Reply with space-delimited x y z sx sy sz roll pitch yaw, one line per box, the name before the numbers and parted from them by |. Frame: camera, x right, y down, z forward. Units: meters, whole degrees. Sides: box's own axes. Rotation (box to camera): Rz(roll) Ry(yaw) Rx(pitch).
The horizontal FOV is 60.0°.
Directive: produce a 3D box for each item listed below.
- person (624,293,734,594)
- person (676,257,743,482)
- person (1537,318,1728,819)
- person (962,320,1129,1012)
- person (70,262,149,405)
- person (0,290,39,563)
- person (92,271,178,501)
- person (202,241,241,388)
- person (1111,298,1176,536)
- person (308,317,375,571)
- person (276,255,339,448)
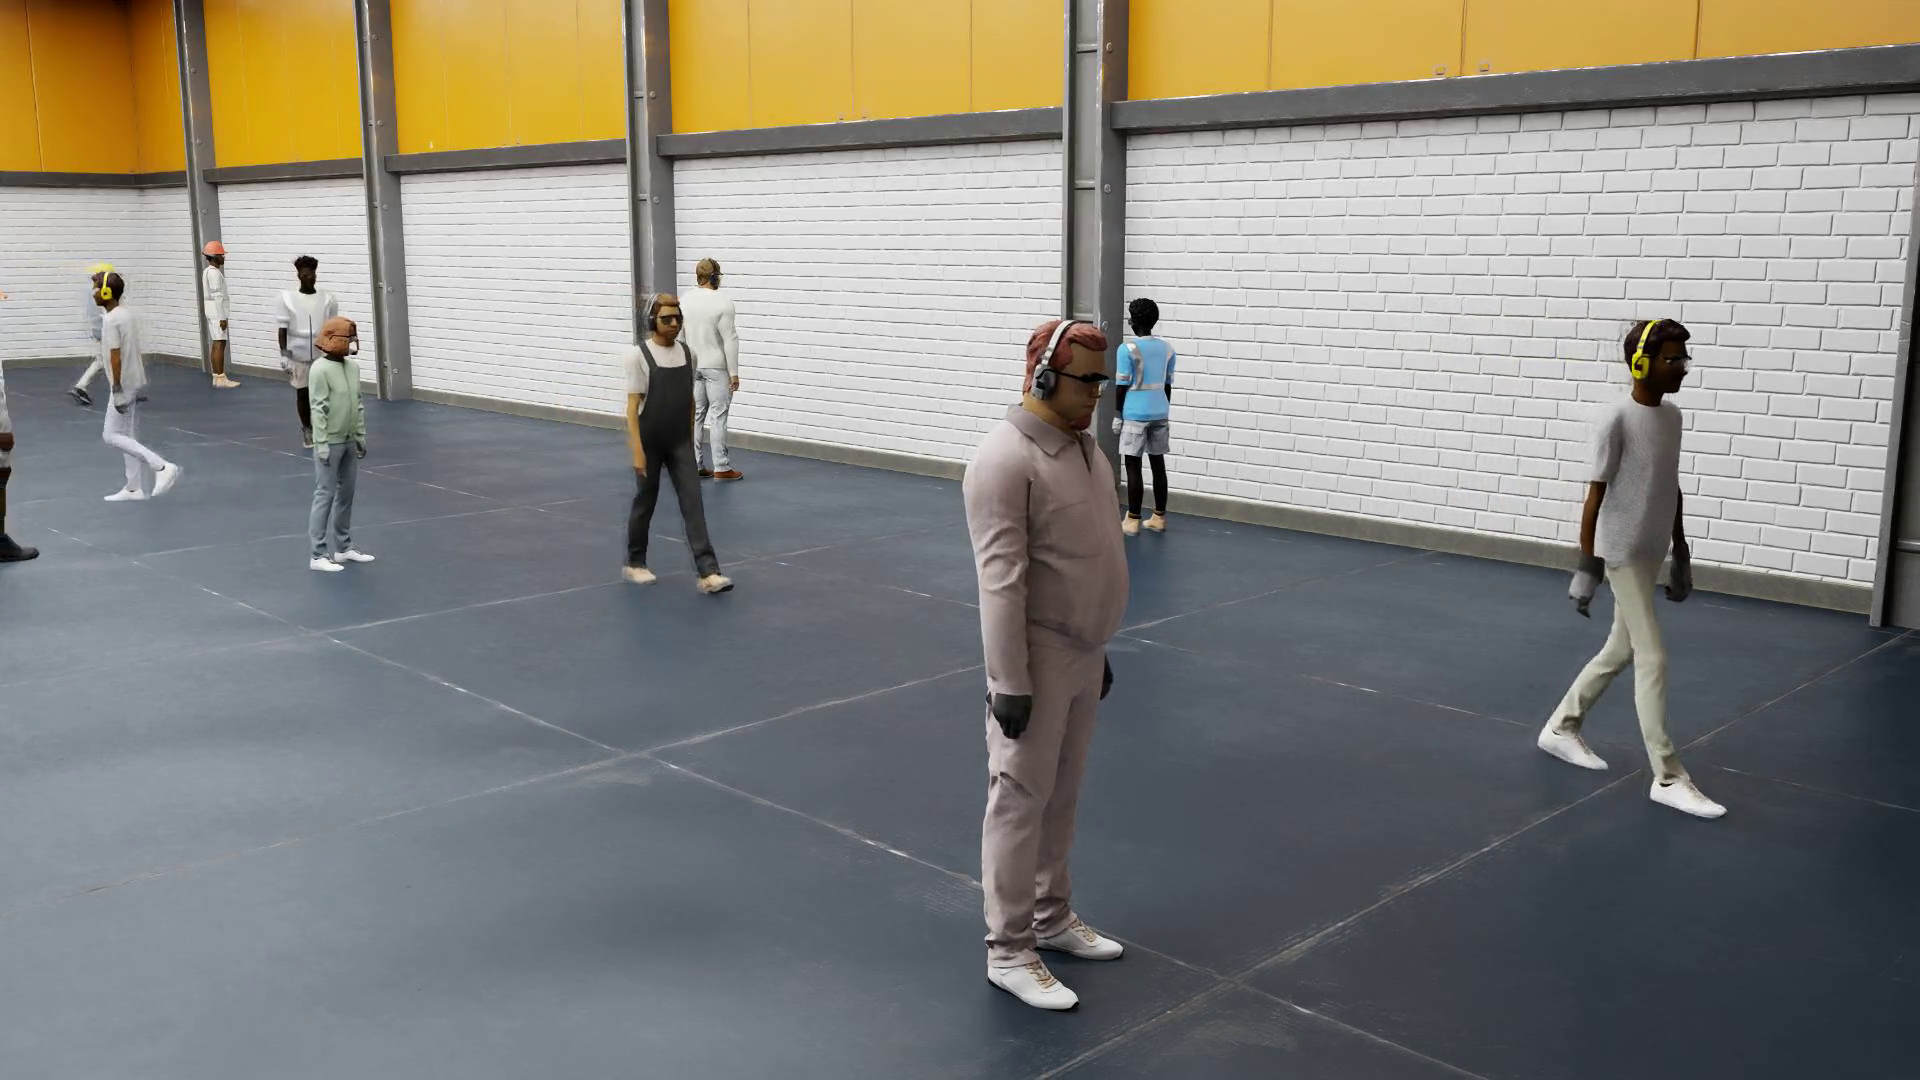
person | -1.747 -0.572 9.950 0.524 1.792 0.944 -8 13 -38
person | -2.172 -1.468 14.424 0.635 1.938 0.359 6 12 29
person | 2.599 0.068 6.366 0.551 1.832 0.883 -8 13 -37
person | 0.272 0.336 4.694 0.408 1.903 0.638 5 12 26
person | -10.804 -2.599 20.975 0.602 1.803 0.847 9 14 41
person | -6.314 -0.787 10.746 0.578 1.925 0.433 9 14 41
person | -6.630 -1.217 13.299 0.497 1.856 0.500 -1 10 -7
person | -10.376 -3.151 23.307 0.368 2.048 0.607 -7 12 -32
person | 1.311 -0.877 11.886 0.532 1.691 0.319 -8 13 -37
person | -3.985 -0.617 10.668 0.321 1.623 0.512 2 11 12
person | -6.410 -1.832 16.430 0.603 1.918 0.993 -5 12 -26
